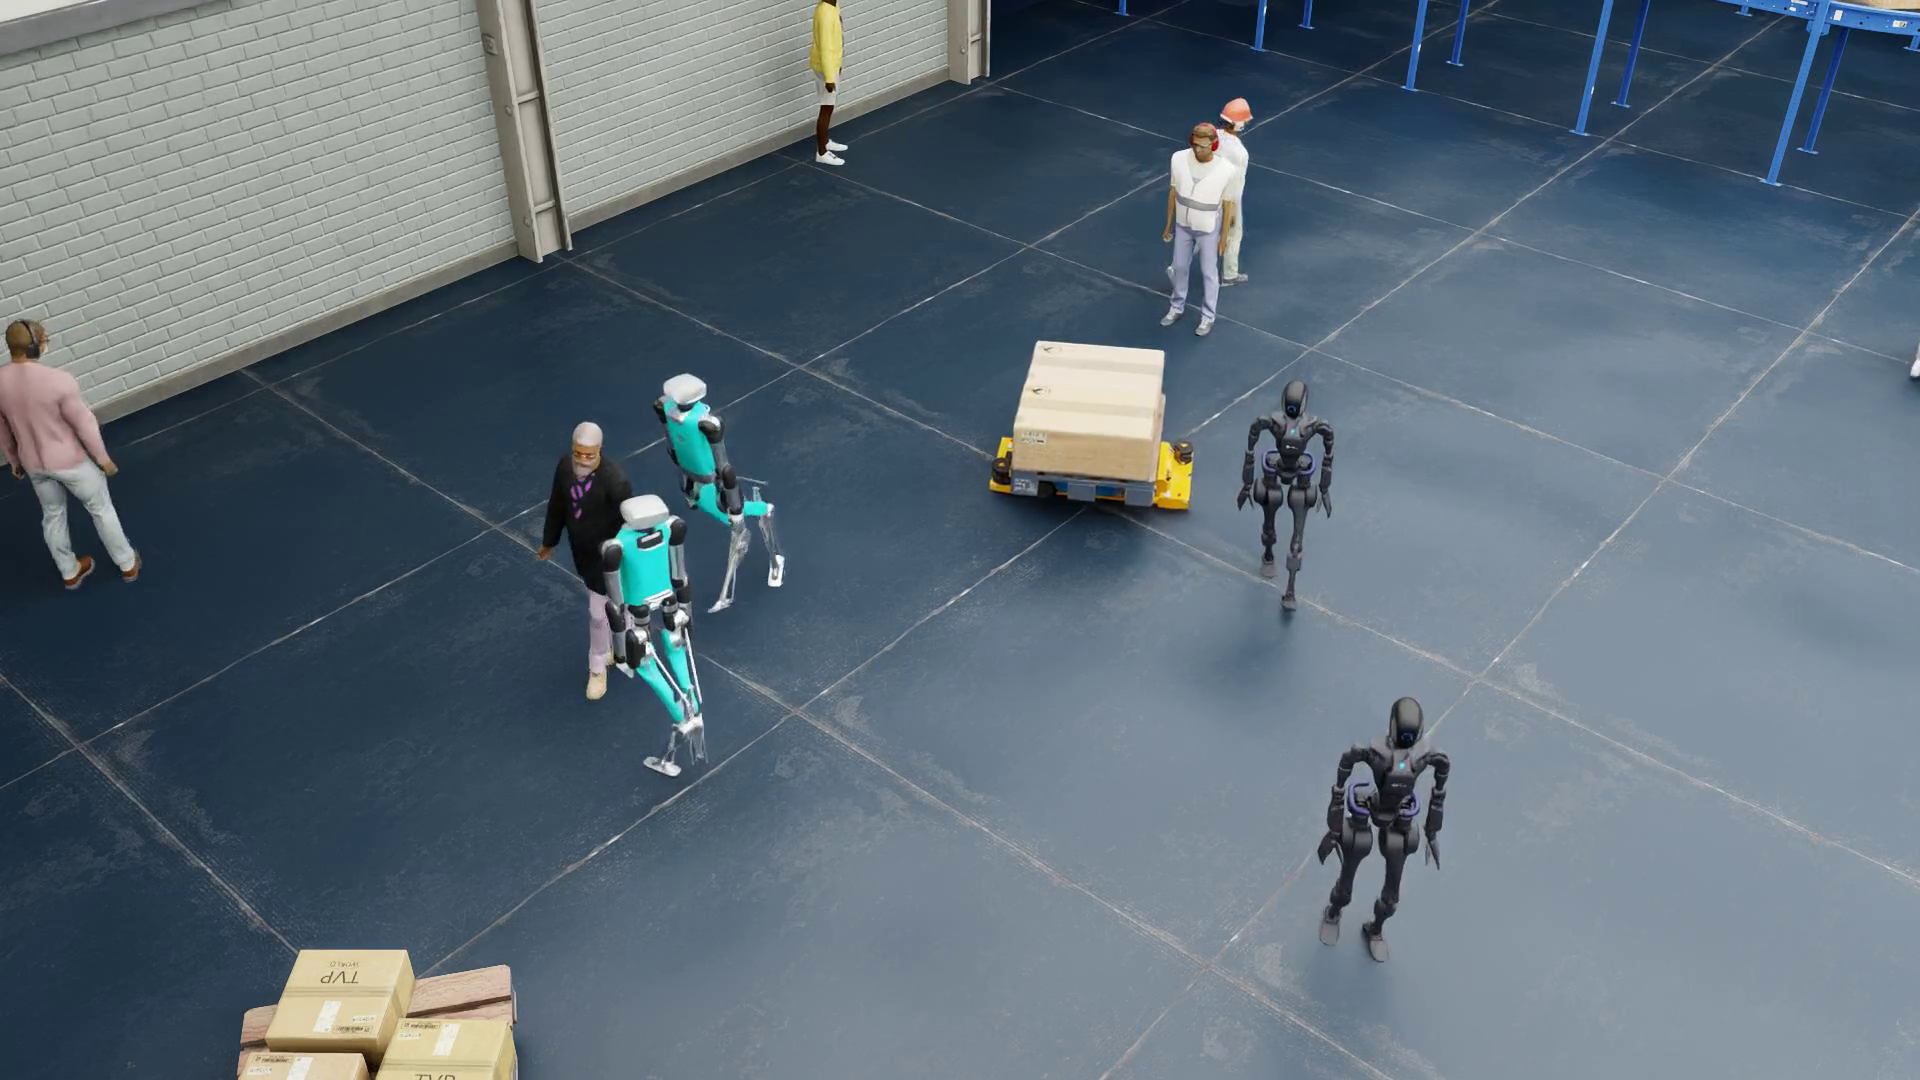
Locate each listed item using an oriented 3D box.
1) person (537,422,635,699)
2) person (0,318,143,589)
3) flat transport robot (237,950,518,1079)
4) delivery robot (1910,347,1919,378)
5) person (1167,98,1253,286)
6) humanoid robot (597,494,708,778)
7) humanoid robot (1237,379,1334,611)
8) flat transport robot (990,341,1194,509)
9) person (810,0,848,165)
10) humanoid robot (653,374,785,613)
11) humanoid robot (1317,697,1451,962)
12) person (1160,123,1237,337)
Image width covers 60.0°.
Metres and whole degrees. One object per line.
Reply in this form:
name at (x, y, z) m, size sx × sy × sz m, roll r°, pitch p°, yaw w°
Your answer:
person at (-2.201, 0.073, 9.939) m, size 0.632 × 1.828 × 0.588 m, roll 23°, pitch 42°, yaw 29°
person at (-5.796, -0.527, 10.714) m, size 0.687 × 1.924 × 0.482 m, roll 5°, pitch 36°, yaw 7°
flat transport robot at (-2.620, 2.665, 7.646) m, size 0.659 × 0.231 × 1.431 m, roll -8°, pitch 36°, yaw -11°
delivery robot at (8.007, -1.597, 13.370) m, size 0.769 × 0.580 × 0.499 m, roll -29°, pitch 45°, yaw -34°
person at (2.198, -2.936, 14.251) m, size 0.748 × 1.723 × 0.569 m, roll -20°, pitch 40°, yaw -25°
humanoid robot at (-1.581, 0.636, 9.253) m, size 0.578 × 1.793 × 0.718 m, roll -29°, pitch 45°, yaw -34°
humanoid robot at (2.097, -0.332, 10.663) m, size 0.611 × 1.625 × 0.719 m, roll 6°, pitch 36°, yaw 8°
flat transport robot at (0.969, -0.533, 12.136) m, size 1.431 × 0.231 × 0.659 m, roll 5°, pitch 36°, yaw 8°
person at (-1.301, -4.702, 16.604) m, size 0.380 × 1.886 × 0.562 m, roll 1°, pitch 35°, yaw 2°
humanoid robot at (-1.385, -0.372, 10.668) m, size 0.944 × 1.767 × 0.530 m, roll -27°, pitch 43°, yaw -32°
humanoid robot at (2.079, 1.406, 8.198) m, size 0.602 × 1.646 × 0.361 m, roll 2°, pitch 35°, yaw 2°
person at (1.961, -2.558, 13.636) m, size 0.560 × 1.835 × 0.400 m, roll 21°, pitch 41°, yaw 27°
